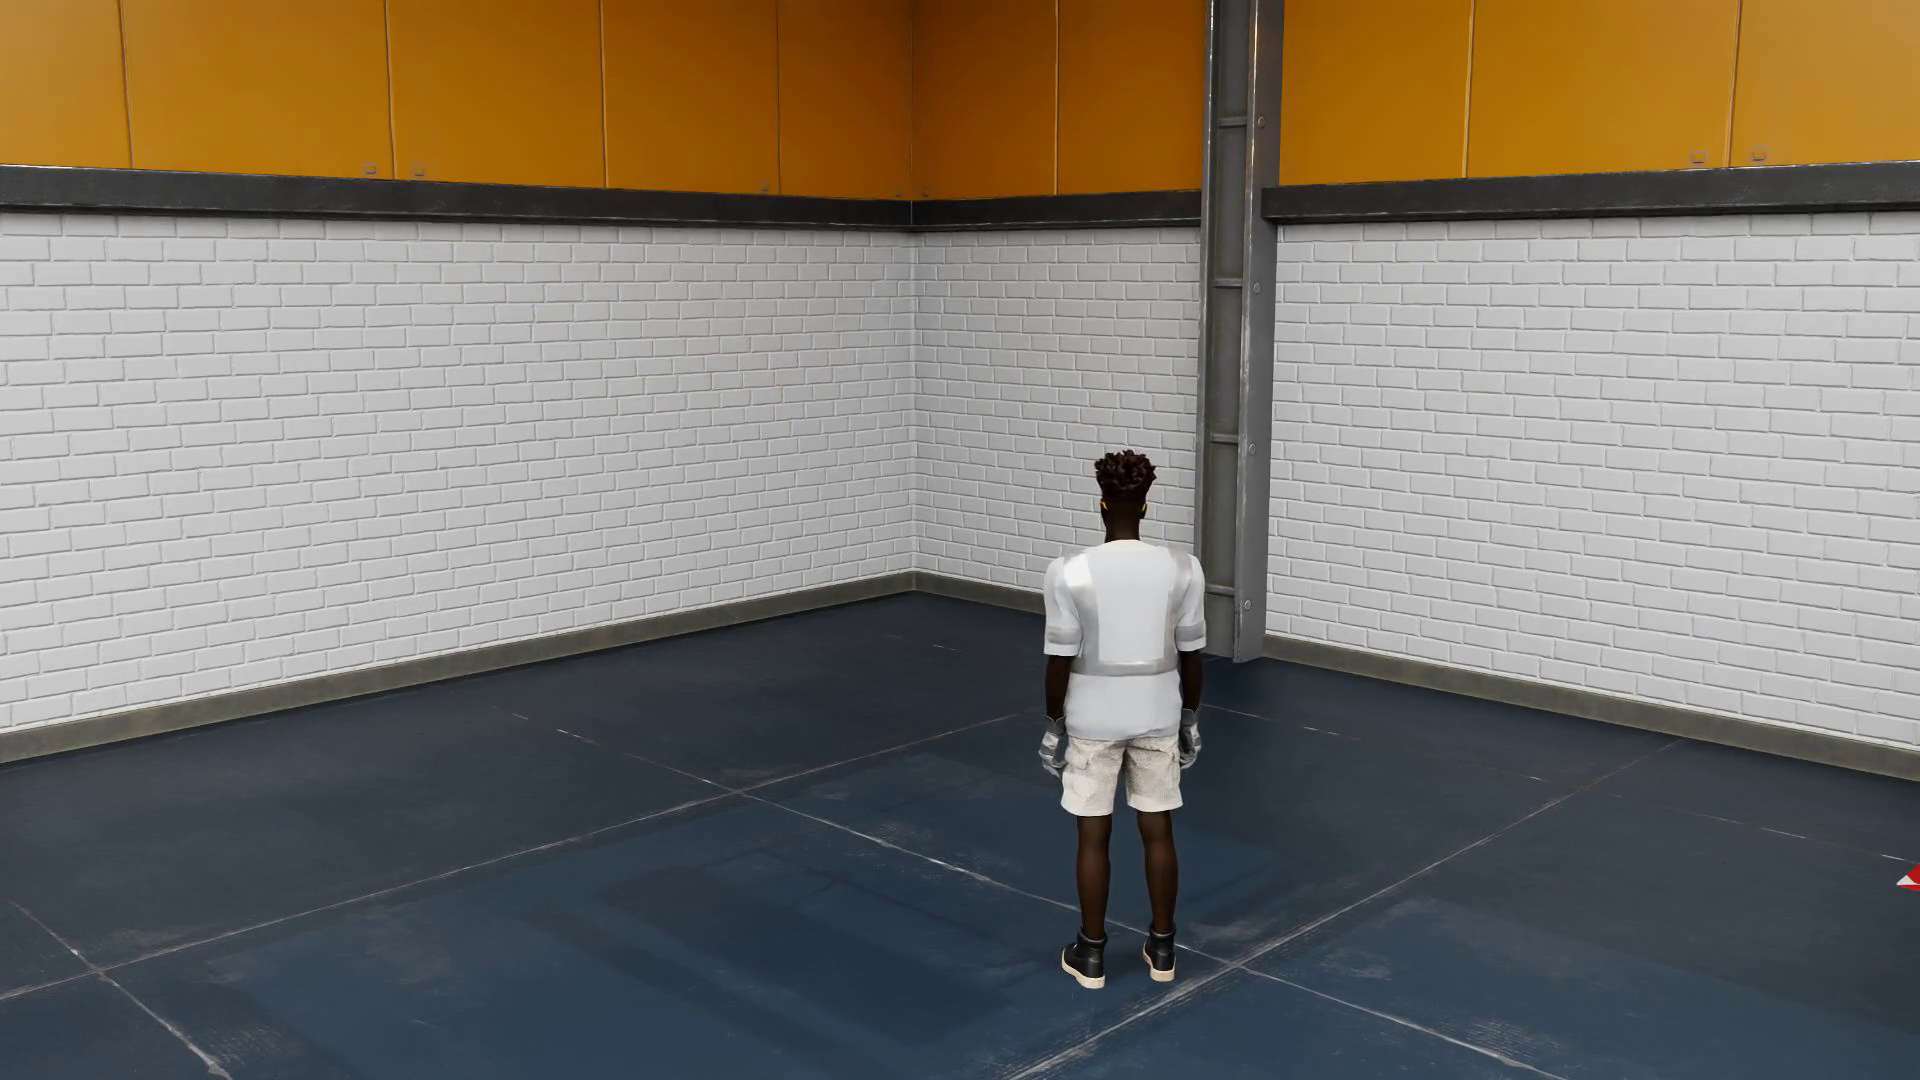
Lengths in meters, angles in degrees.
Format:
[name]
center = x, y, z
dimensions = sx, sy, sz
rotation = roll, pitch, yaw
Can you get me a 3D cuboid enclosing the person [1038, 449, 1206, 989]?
[person]
center = 0.587, 0.650, 6.053
dimensions = 0.613, 1.963, 0.362
rotation = -2, 9, -10
